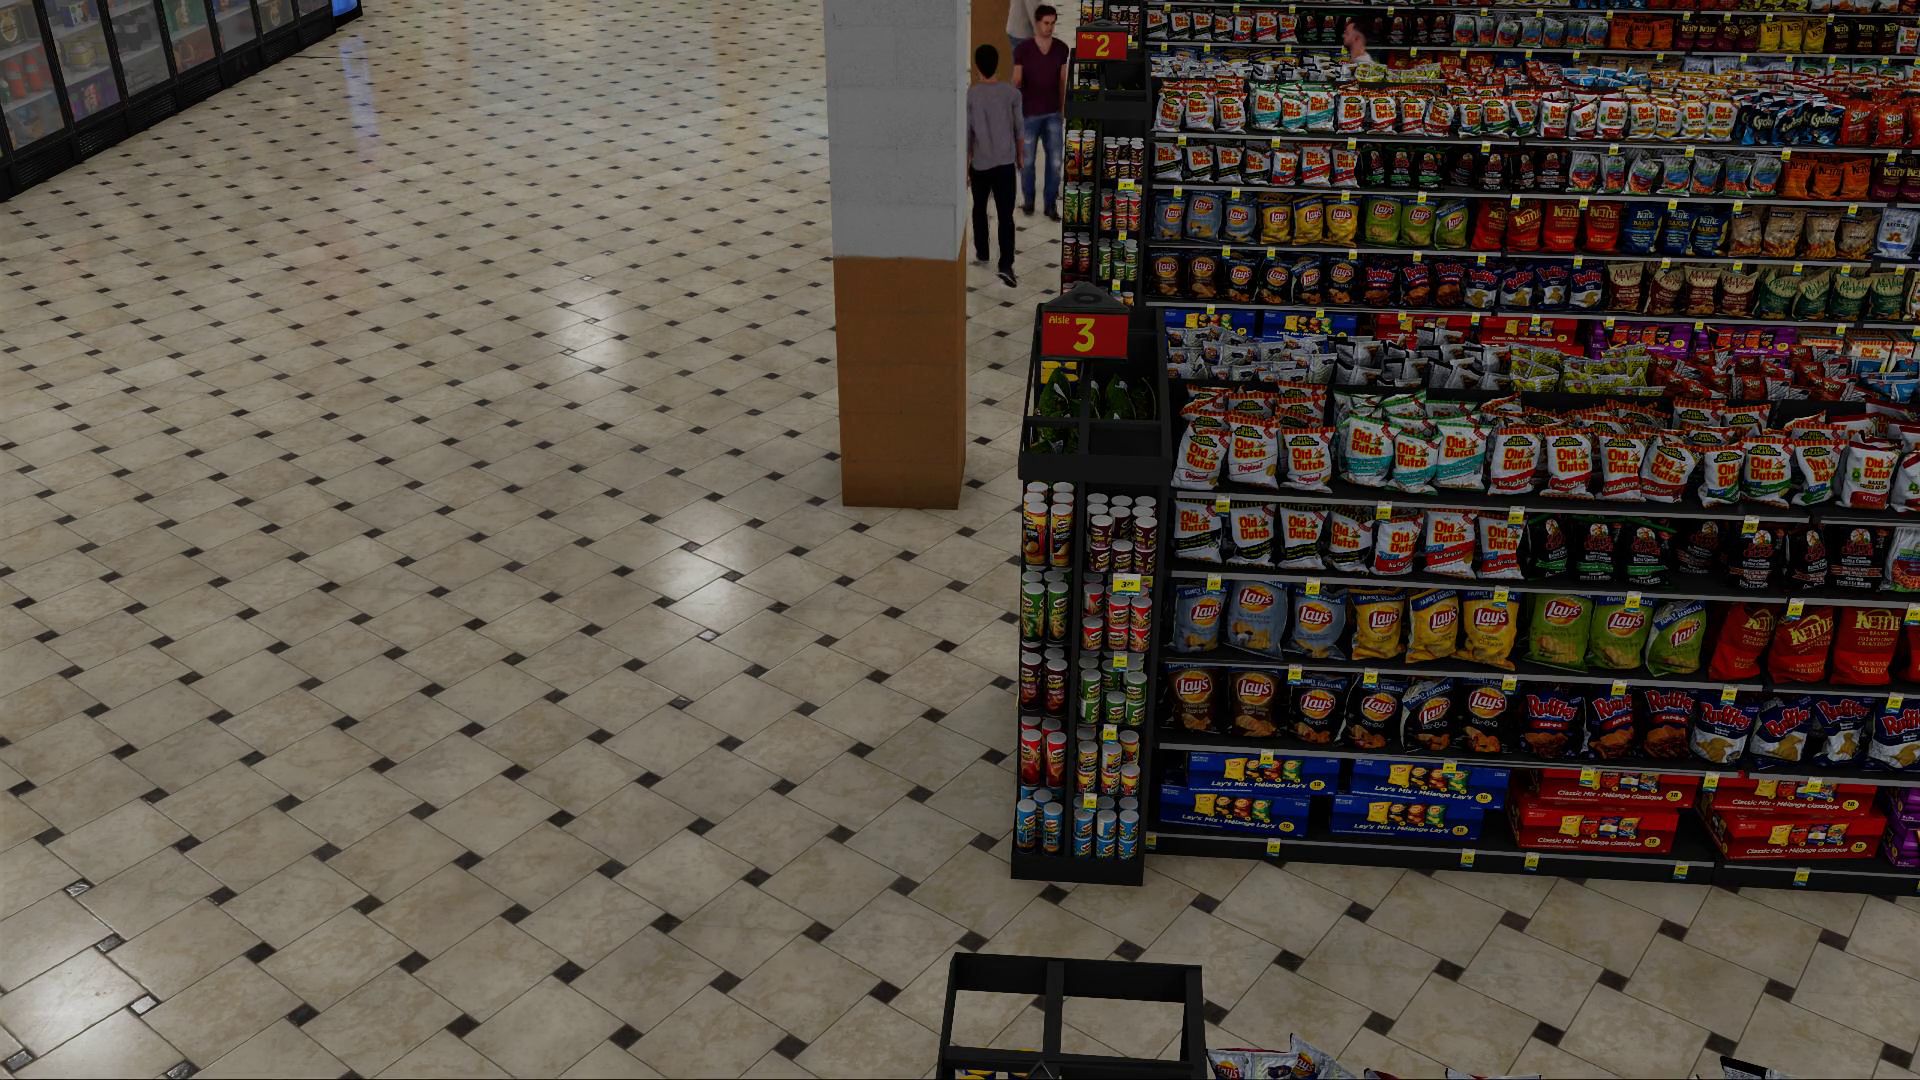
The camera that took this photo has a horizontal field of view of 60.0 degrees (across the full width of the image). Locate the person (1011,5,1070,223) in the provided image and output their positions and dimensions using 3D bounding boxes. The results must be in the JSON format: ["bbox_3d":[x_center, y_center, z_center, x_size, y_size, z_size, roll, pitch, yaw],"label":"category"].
[{"bbox_3d":[0.680,-3.763,14.592,0.881,1.825,0.821,-1,29,-2],"label":"person"}]

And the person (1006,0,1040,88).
[{"bbox_3d":[0.567,-5.249,17.265,0.669,1.872,0.672,0,29,1],"label":"person"}]

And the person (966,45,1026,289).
[{"bbox_3d":[0.272,-2.891,13.034,1.182,1.789,0.829,1,29,1],"label":"person"}]

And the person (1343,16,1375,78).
[{"bbox_3d":[3.308,-3.503,14.102,0.617,1.839,0.713,8,30,15],"label":"person"}]
